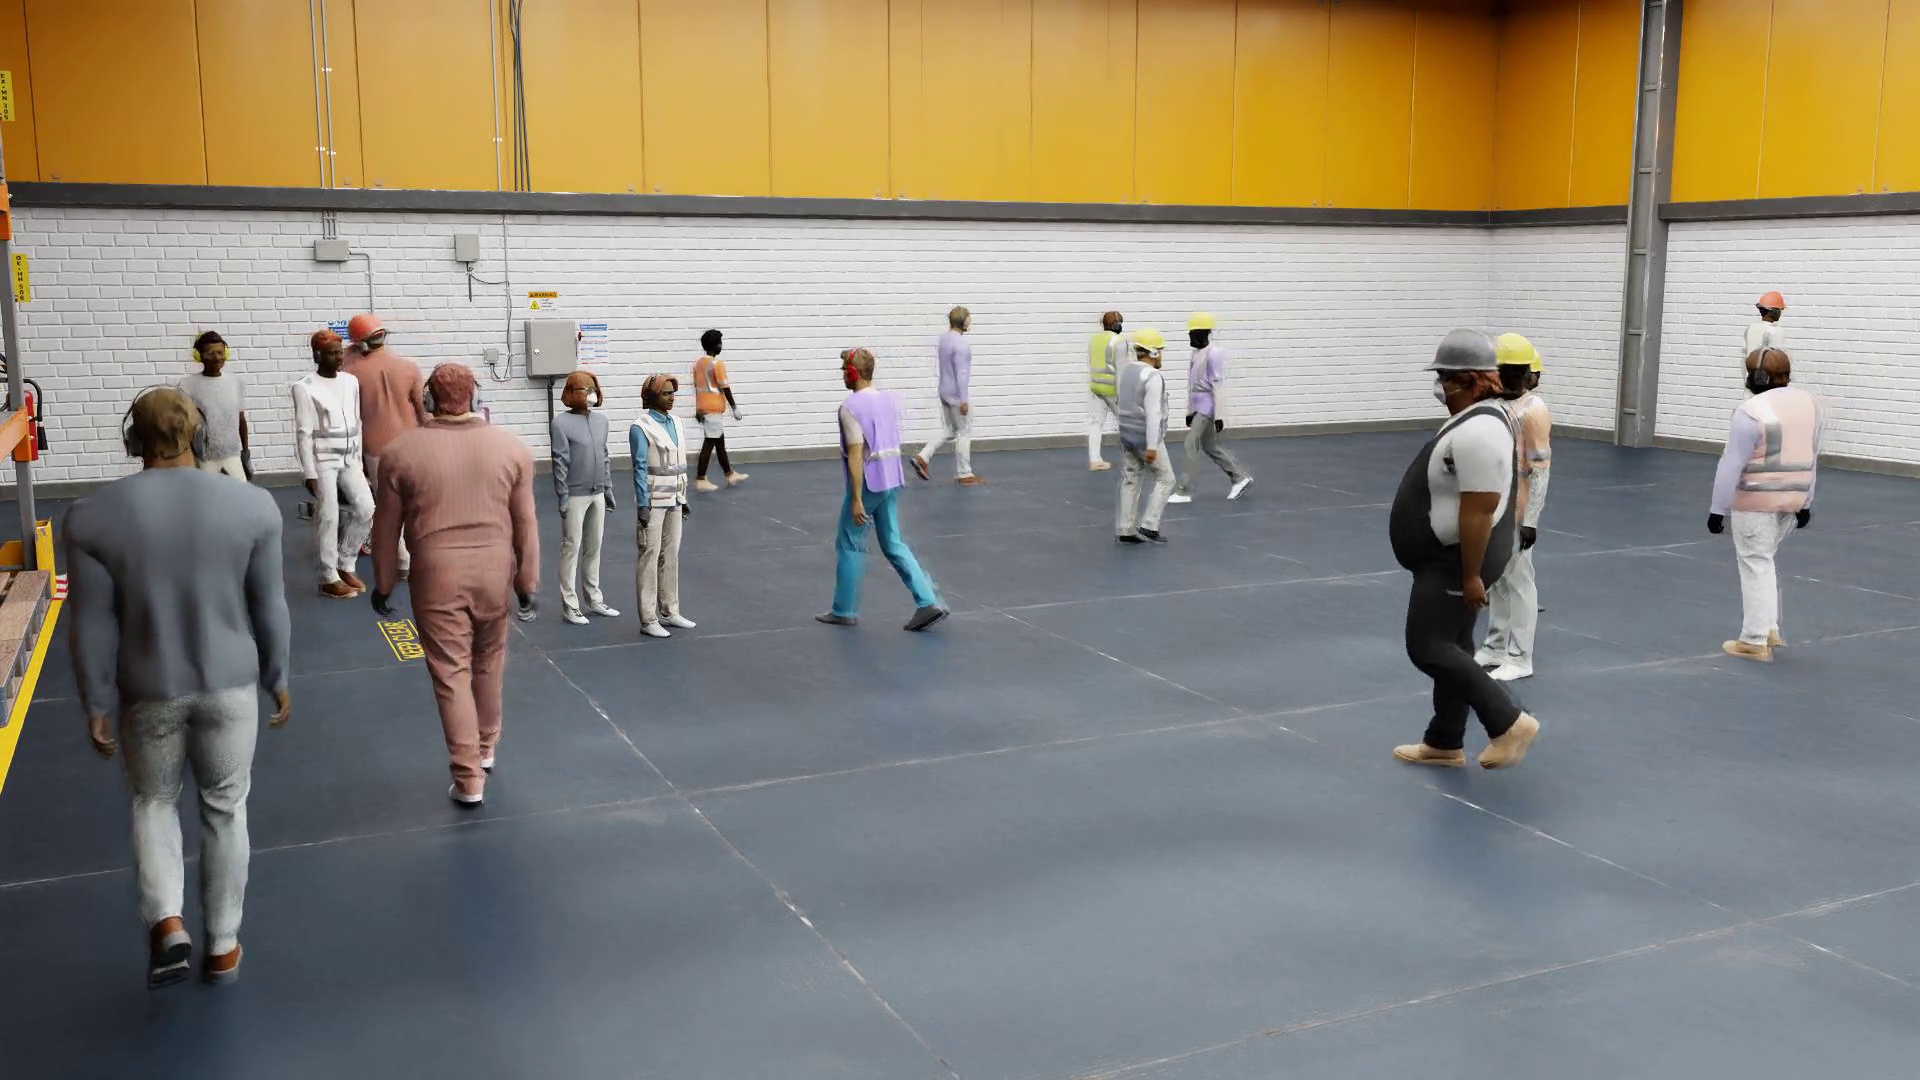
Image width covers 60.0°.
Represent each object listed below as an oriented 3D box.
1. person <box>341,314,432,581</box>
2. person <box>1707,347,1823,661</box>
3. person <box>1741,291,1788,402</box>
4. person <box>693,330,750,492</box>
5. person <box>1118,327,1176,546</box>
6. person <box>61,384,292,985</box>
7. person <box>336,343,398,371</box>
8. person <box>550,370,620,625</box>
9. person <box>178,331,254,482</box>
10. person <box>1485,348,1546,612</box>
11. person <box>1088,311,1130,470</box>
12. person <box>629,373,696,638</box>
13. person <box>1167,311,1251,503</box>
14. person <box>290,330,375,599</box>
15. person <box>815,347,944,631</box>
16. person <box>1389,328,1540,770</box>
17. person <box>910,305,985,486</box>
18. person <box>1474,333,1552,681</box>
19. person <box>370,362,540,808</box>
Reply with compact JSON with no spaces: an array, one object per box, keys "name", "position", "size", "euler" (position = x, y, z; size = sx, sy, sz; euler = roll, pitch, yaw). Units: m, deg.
[{"name":"person","position":[-4.214,-0.667,12.199],"size":[0.639,1.957,0.483],"euler":[-7,12,-38]},{"name":"person","position":[4.650,-0.209,9.718],"size":[0.662,1.830,0.525],"euler":[-4,10,-25]},{"name":"person","position":[9.099,-1.781,18.824],"size":[0.394,2.044,0.609],"euler":[-2,9,-11]},{"name":"person","position":[-2.465,-1.339,17.260],"size":[0.729,1.670,0.543],"euler":[-6,11,-31]},{"name":"person","position":[1.538,-0.838,13.697],"size":[0.495,1.814,0.602],"euler":[-5,10,-26]},{"name":"person","position":[-2.420,0.474,5.218],"size":[0.624,1.919,0.485],"euler":[-4,10,-23]},{"name":"person","position":[-5.527,-1.123,15.327],"size":[0.650,1.862,0.975],"euler":[4,10,25]},{"name":"person","position":[-2.432,-0.281,10.778],"size":[0.283,1.636,0.500],"euler":[5,10,29]},{"name":"person","position":[-5.246,-0.559,11.866],"size":[0.779,1.841,0.546],"euler":[9,13,43]},{"name":"person","position":[3.731,-0.404,11.140],"size":[0.311,1.768,0.533],"euler":[-3,10,-19]},{"name":"person","position":[1.814,-1.714,19.111],"size":[0.833,1.811,0.661],"euler":[-6,11,-35]},{"name":"person","position":[-1.870,-0.222,10.403],"size":[0.307,1.640,0.520],"euler":[4,10,23]},{"name":"person","position":[2.462,-1.306,16.382],"size":[0.933,1.893,0.599],"euler":[-2,9,-10]},{"name":"person","position":[-4.304,-0.510,11.480],"size":[0.425,1.866,0.609],"euler":[5,10,26]},{"name":"person","position":[-0.498,-0.315,10.510],"size":[0.881,1.806,0.579],"euler":[6,11,31]},{"name":"person","position":[2.243,0.052,7.459],"size":[0.625,2.000,0.690],"euler":[4,10,23]},{"name":"person","position":[-0.115,-1.513,17.562],"size":[0.688,1.923,0.638],"euler":[-4,10,-21]},{"name":"person","position":[3.044,-0.180,9.250],"size":[0.381,1.928,0.587],"euler":[-1,9,-7]},{"name":"person","position":[-2.213,0.168,7.250],"size":[0.664,1.869,0.883],"euler":[-5,11,-31]}]
